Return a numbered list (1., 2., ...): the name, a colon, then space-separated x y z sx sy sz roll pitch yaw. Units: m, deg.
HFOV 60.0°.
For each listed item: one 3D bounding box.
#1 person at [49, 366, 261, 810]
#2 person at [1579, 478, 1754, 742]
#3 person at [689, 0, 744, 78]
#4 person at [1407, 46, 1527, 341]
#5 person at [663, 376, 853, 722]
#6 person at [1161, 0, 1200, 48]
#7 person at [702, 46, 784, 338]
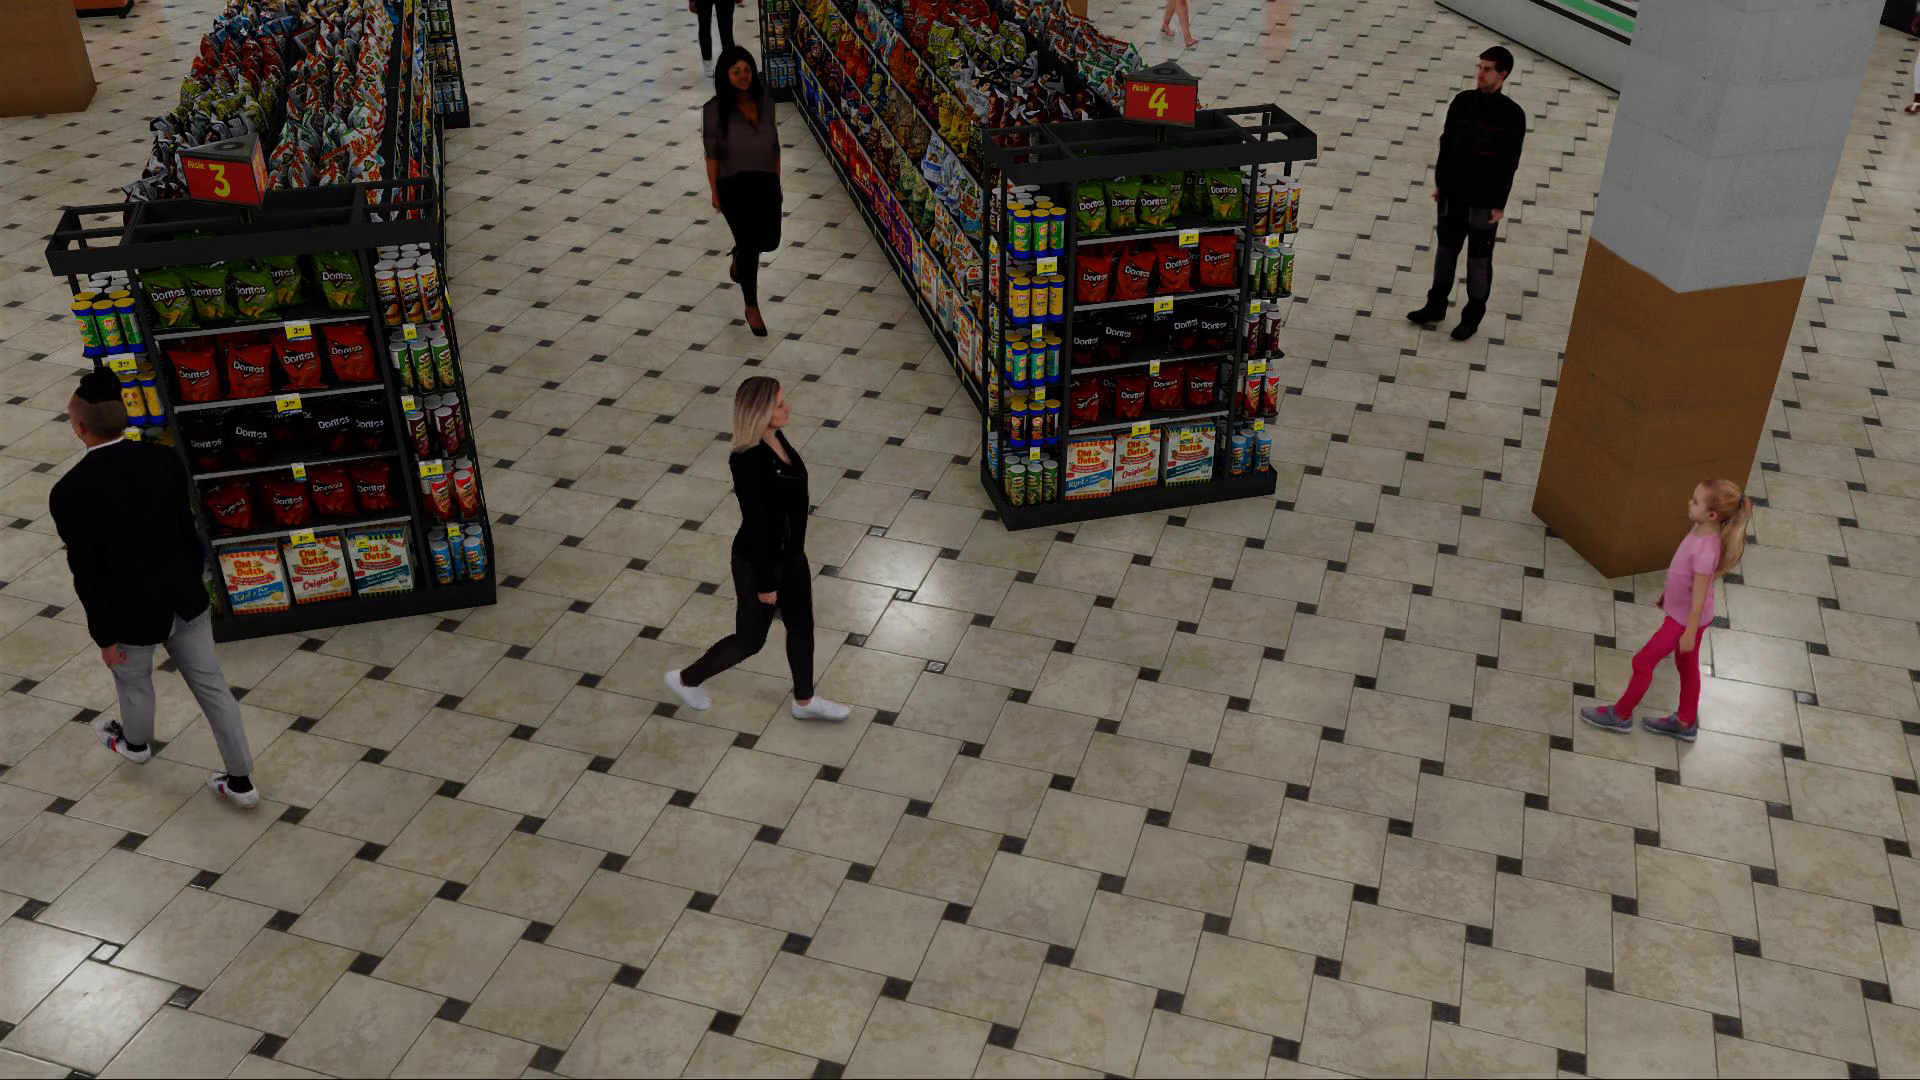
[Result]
1. person: -3.075 0.258 6.458 1.249 1.915 1.157 20 37 28
2. person: 3.117 0.320 6.980 0.782 1.257 0.748 13 34 20
3. person: -2.167 -4.840 14.795 0.757 1.764 1.247 -6 32 -9
4. person: 3.226 -2.175 10.441 0.849 1.838 0.666 -22 38 -31
5. person: -0.892 0.094 6.954 0.954 1.669 1.061 4 32 6
6. person: 2.141 -5.723 16.312 0.689 1.659 1.109 -12 34 -19
7. person: -1.382 -2.224 10.532 0.836 1.824 1.049 -19 37 -27
